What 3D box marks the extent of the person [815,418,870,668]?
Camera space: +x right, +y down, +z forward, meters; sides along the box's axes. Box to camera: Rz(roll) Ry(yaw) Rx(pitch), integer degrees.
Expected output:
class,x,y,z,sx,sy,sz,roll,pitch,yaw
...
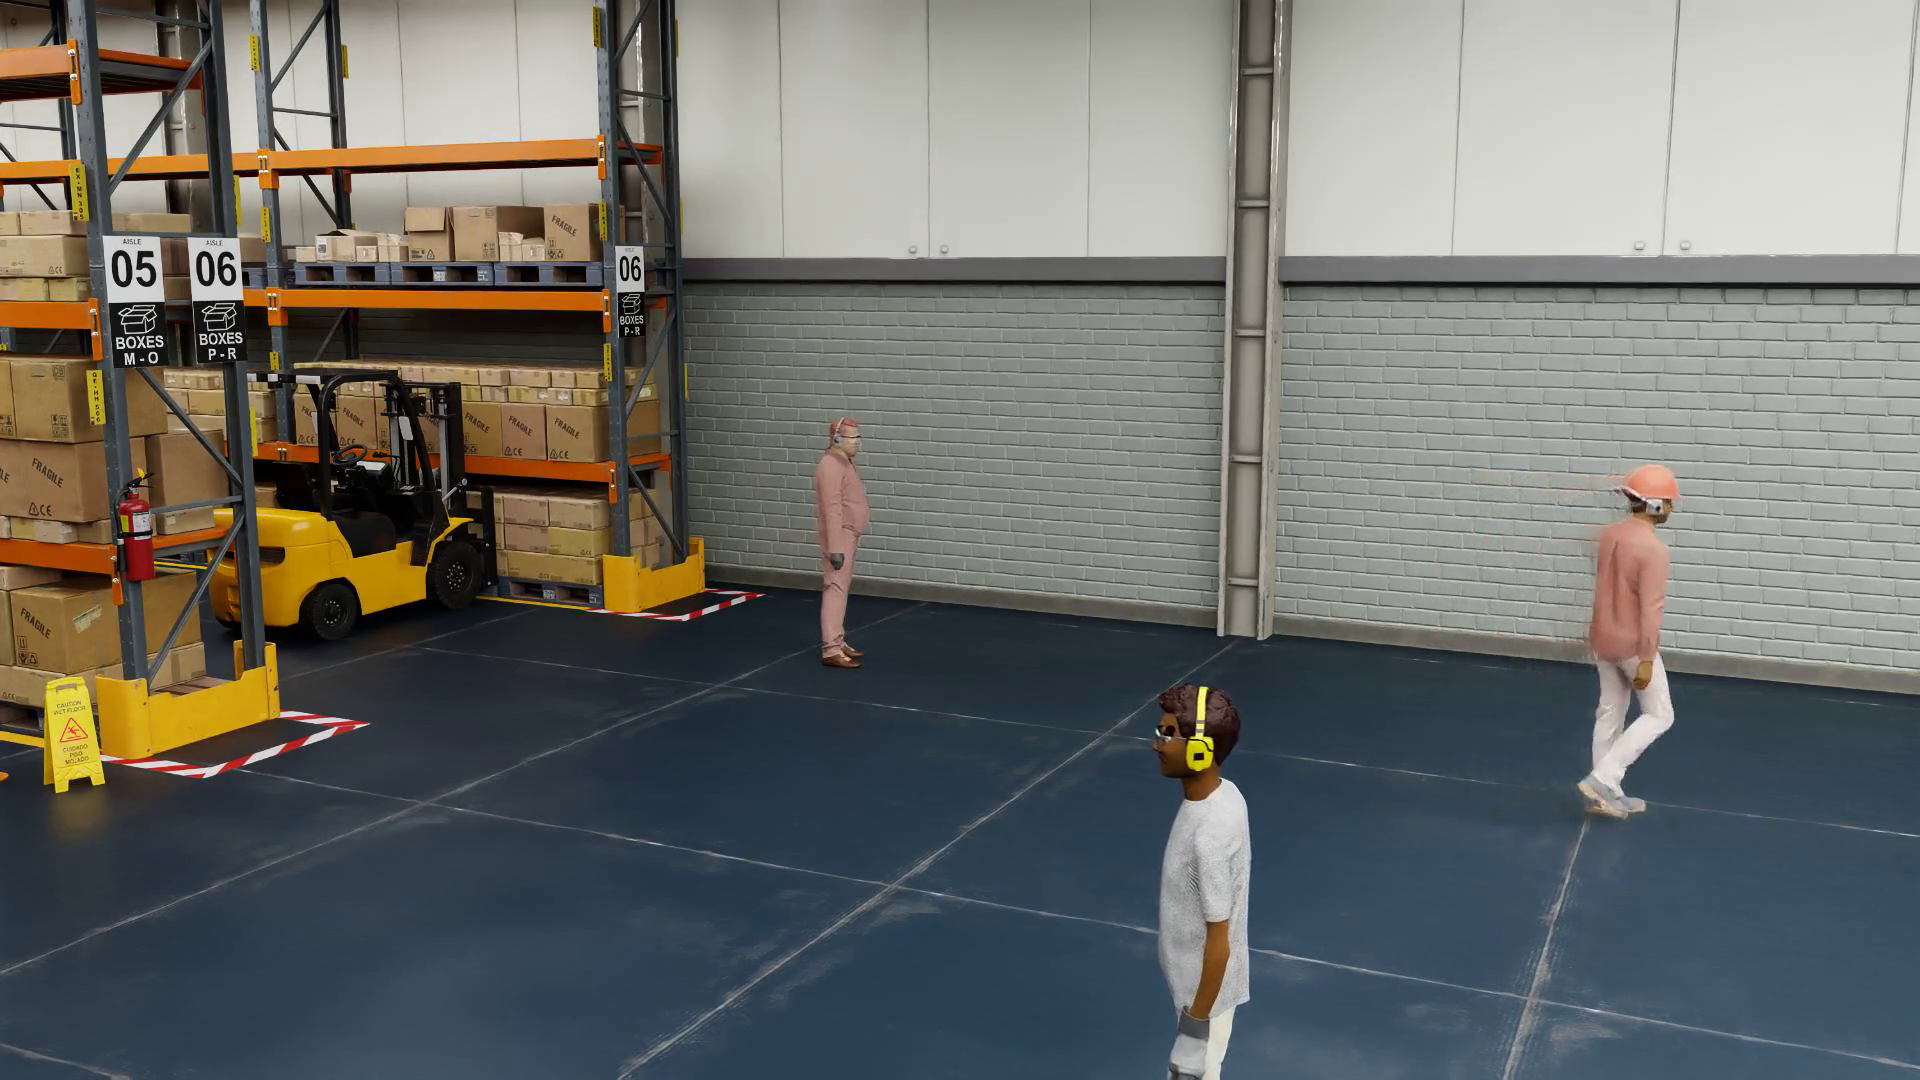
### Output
class,x,y,z,sx,sy,sz,roll,pitch,yaw
person,-0.891,0.015,12.753,0.401,1.904,0.648,0,9,3

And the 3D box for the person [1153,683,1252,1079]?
class,x,y,z,sx,sy,sz,roll,pitch,yaw
person,0.671,1.326,4.818,0.328,1.872,0.508,1,9,7

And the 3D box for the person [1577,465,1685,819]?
class,x,y,z,sx,sy,sz,roll,pitch,yaw
person,3.684,0.570,9.130,0.455,1.980,0.630,-2,9,-10
